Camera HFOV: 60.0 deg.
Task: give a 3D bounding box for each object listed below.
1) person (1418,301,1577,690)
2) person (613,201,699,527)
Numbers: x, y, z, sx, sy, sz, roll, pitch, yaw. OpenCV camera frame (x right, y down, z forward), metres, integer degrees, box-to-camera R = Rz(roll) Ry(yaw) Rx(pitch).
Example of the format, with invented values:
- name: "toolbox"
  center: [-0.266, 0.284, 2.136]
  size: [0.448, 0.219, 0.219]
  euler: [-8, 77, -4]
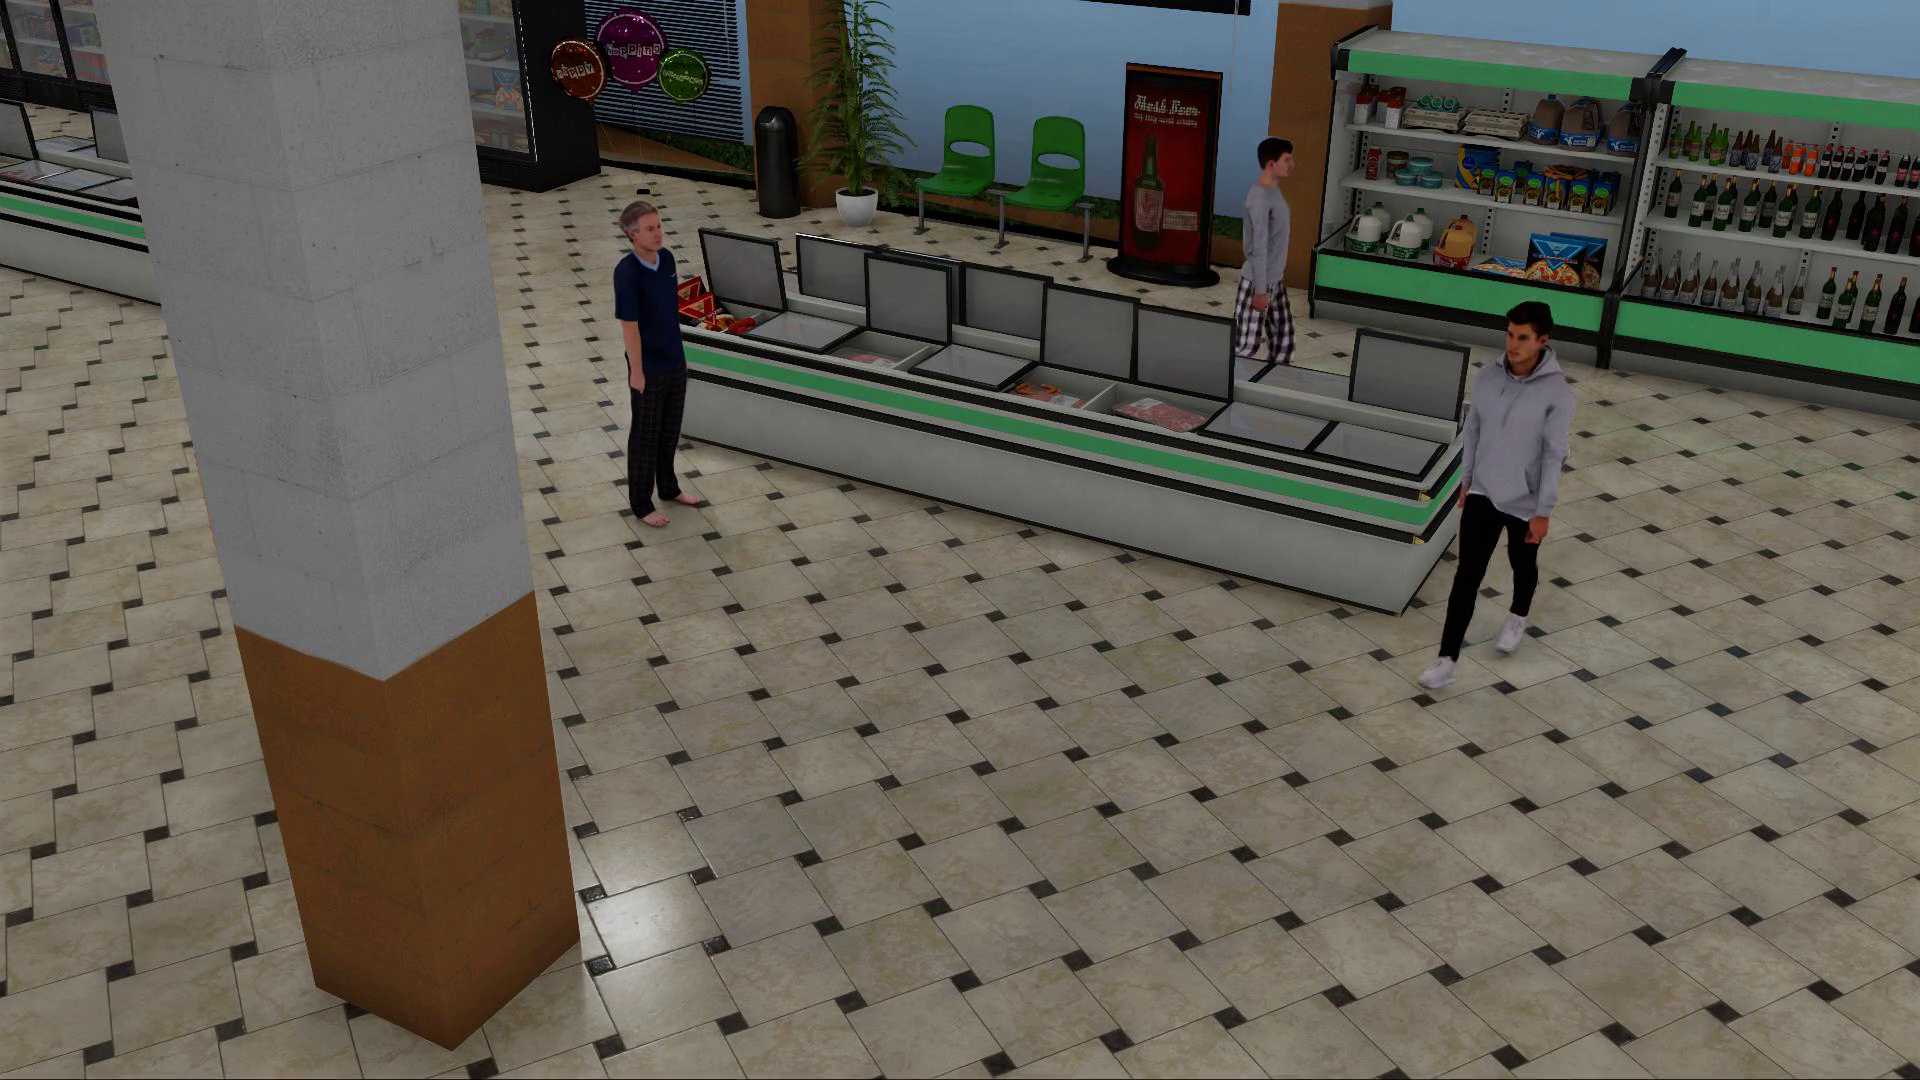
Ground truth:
- name: "person"
  center: [2.669, -0.228, 7.936]
  size: [1.194, 1.877, 0.881]
  euler: [20, 33, 35]
- name: "person"
  center: [-1.749, -1.017, 9.498]
  size: [0.546, 1.871, 0.671]
  euler: [12, 29, 23]
